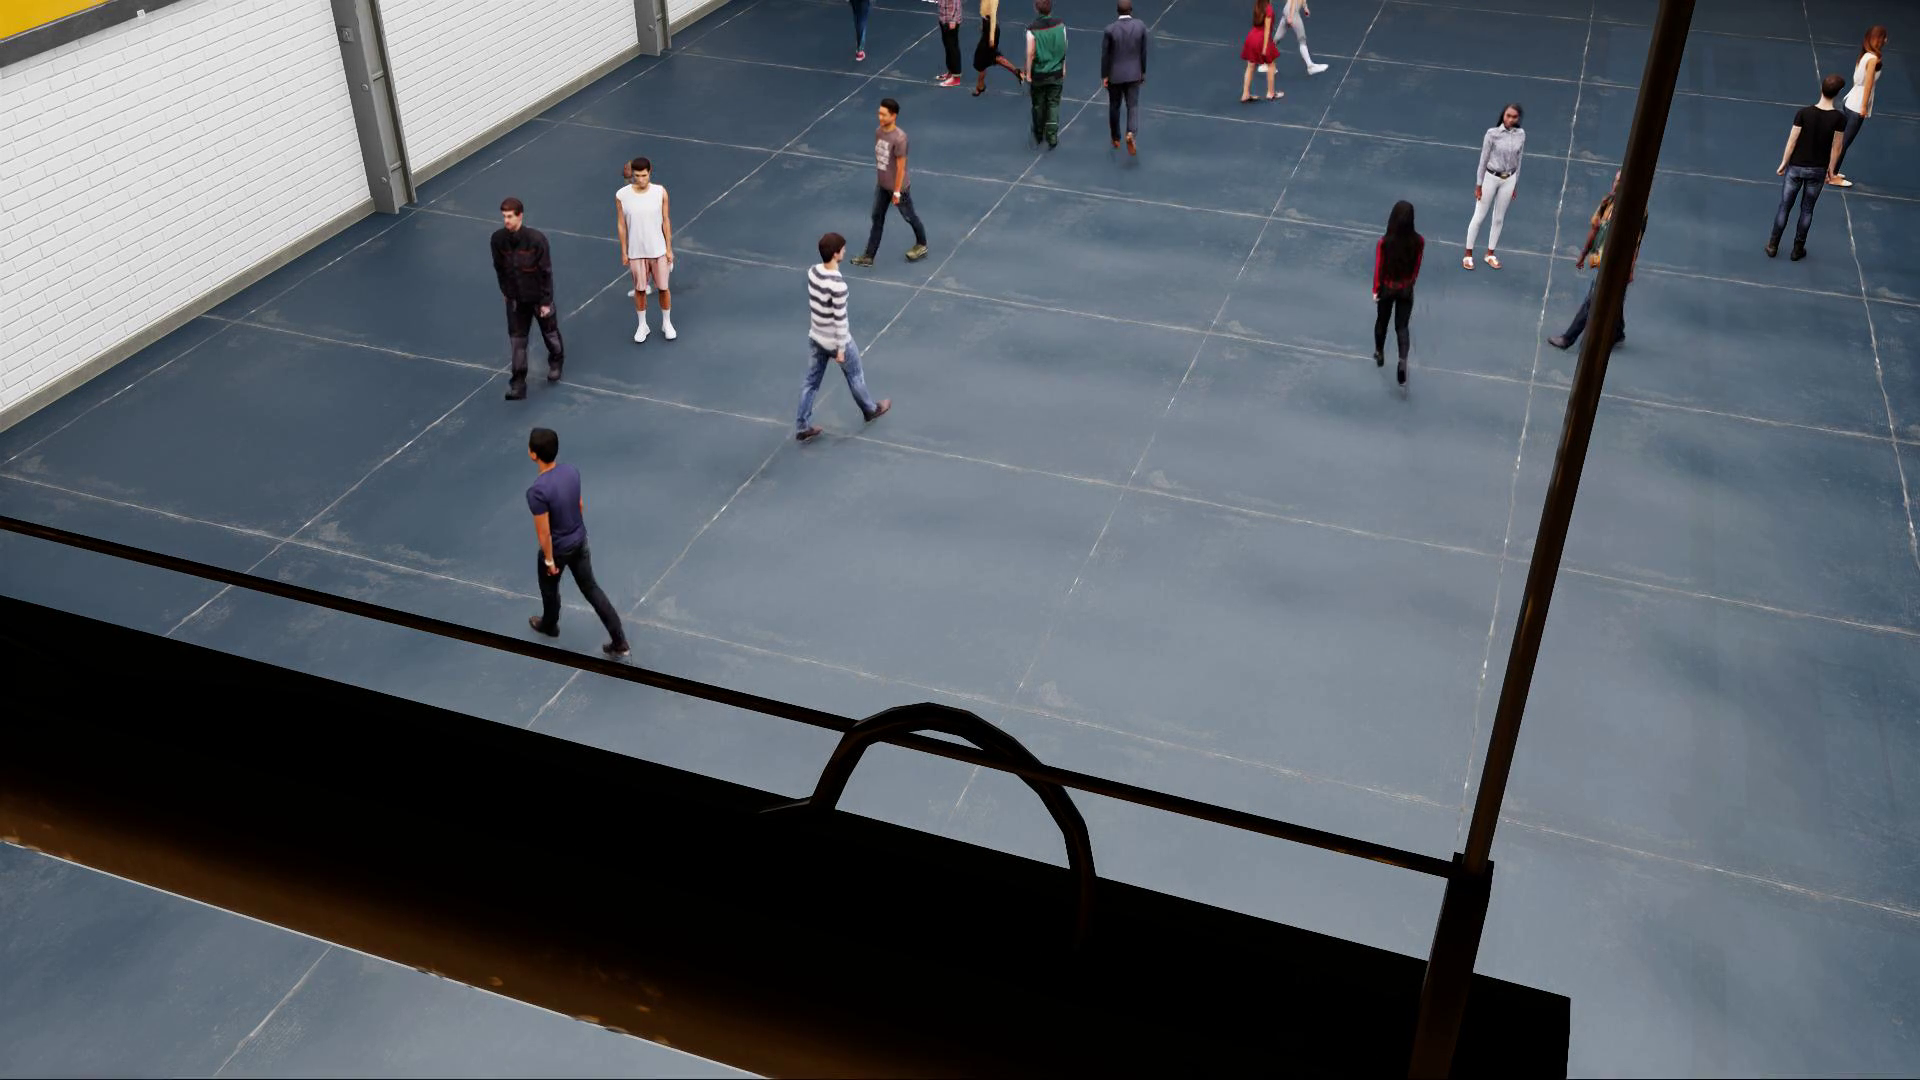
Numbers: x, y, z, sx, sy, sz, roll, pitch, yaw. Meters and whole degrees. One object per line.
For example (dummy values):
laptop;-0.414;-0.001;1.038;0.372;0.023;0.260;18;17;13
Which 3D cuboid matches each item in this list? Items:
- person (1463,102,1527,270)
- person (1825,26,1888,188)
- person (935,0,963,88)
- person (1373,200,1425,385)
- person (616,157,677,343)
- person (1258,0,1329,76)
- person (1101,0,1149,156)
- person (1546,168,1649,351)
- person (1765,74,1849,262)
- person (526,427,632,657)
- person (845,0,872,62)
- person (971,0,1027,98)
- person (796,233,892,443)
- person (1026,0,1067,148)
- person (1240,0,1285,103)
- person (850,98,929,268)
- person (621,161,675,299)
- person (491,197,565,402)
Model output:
person;5.437;-3.601;16.847;0.664;1.723;0.649;-2;34;-2
person;10.089;-4.886;18.758;0.669;1.747;0.501;7;34;10
person;-0.130;-6.830;21.669;0.836;1.762;0.717;-7;34;-11
person;3.908;-2.173;14.780;0.836;1.632;1.084;-1;34;-2
person;-2.903;-2.715;15.460;0.729;1.782;0.739;-5;34;-8
person;4.292;-6.904;21.883;0.849;1.648;1.137;2;34;4
person;1.940;-5.410;19.494;0.909;1.805;1.086;-1;34;-1
person;6.056;-2.556;15.236;1.125;1.765;1.171;-7;34;-11
person;8.658;-3.802;16.992;0.712;1.895;0.594;16;37;22
person;-2.616;0.064;11.305;0.921;1.753;1.177;21;39;28
person;-1.362;-7.359;22.520;0.701;1.700;0.987;6;34;9
person;0.467;-6.408;21.162;0.892;1.621;0.969;0;34;0
person;-1.154;-1.633;13.816;1.272;1.800;1.026;-27;42;-35
person;0.999;-5.525;19.661;0.934;1.812;1.054;-1;34;-2
person;3.751;-6.308;21.095;0.896;1.528;0.830;-16;37;-22
person;-0.589;-3.607;16.855;1.254;1.723;1.026;-26;42;-33
person;-3.073;-3.059;16.321;0.827;1.401;0.769;-12;36;-18
person;-3.736;-2.165;14.625;0.897;1.790;1.196;4;34;5
